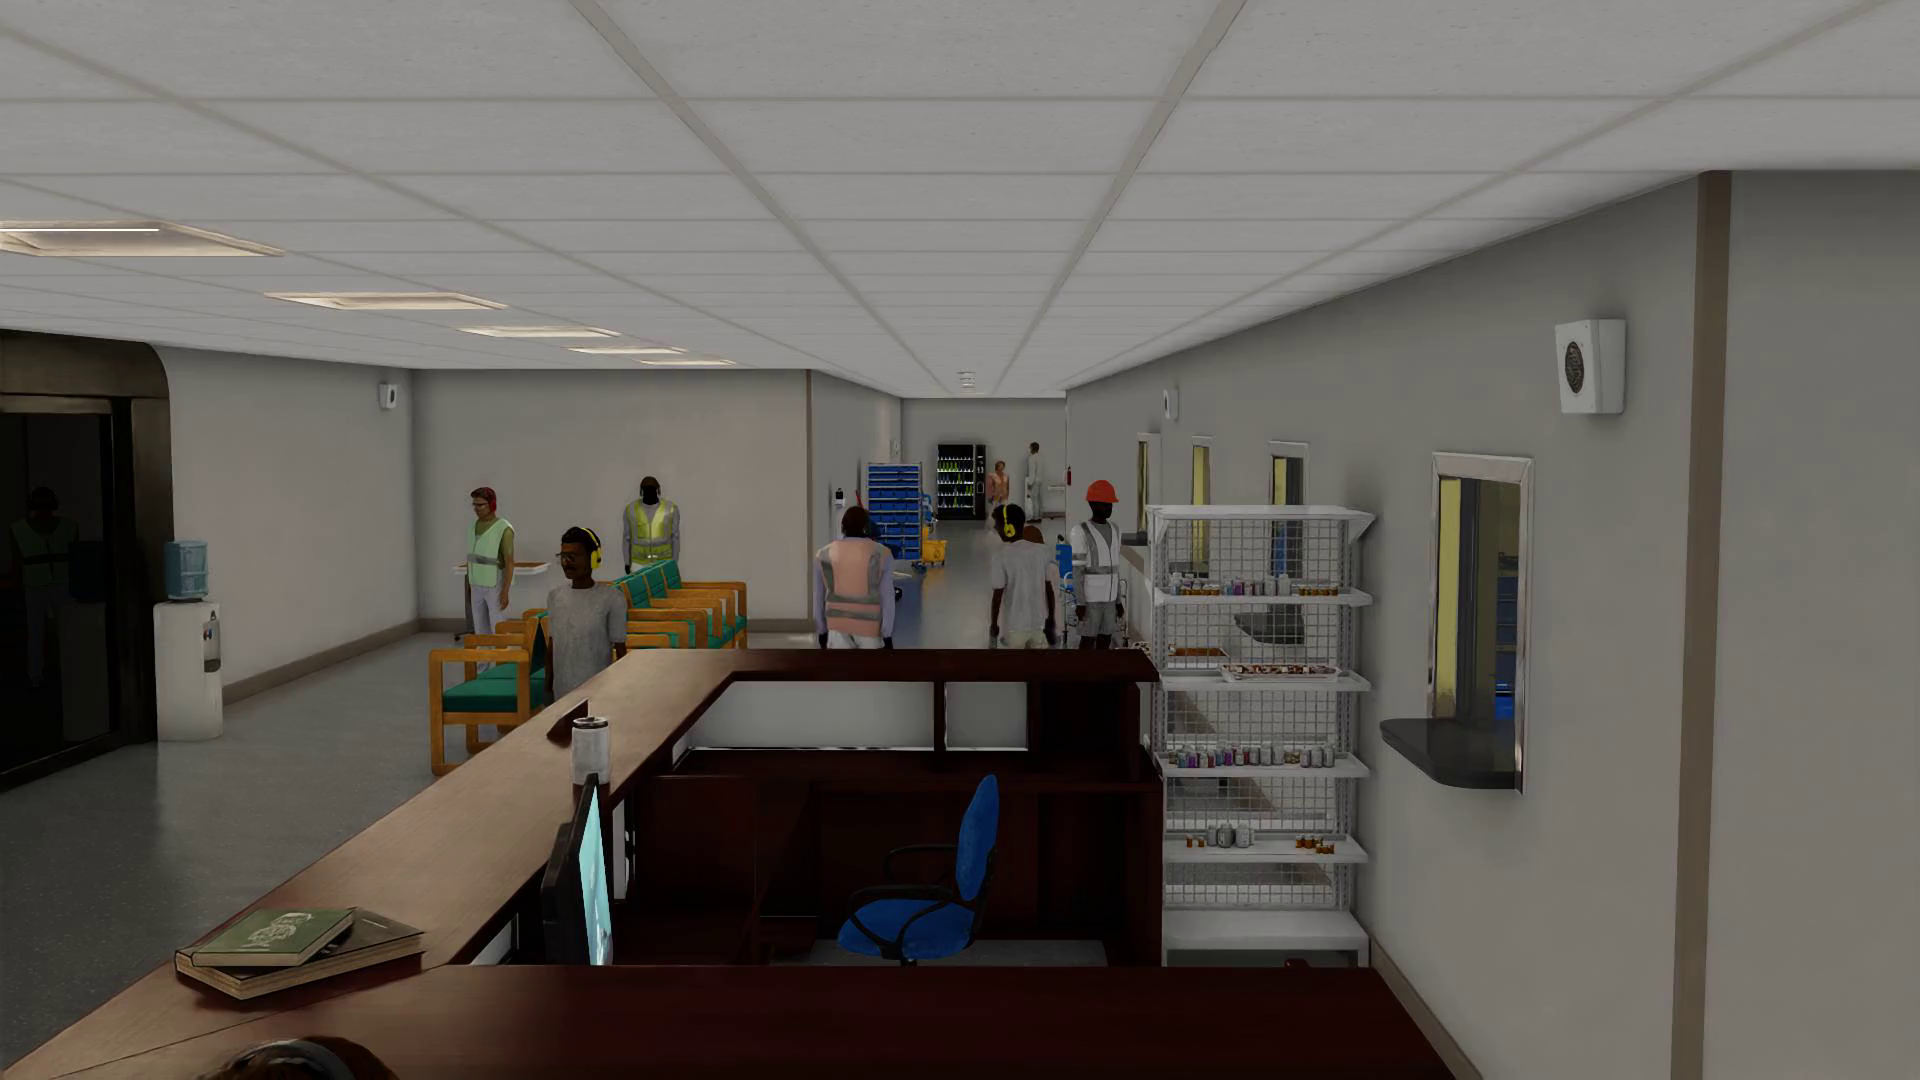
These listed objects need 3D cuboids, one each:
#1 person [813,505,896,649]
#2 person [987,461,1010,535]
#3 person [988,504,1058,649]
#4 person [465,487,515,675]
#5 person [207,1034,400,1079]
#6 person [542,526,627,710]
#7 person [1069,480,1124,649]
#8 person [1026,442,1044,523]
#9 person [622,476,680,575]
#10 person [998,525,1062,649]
[{"bbox_3d":[-0.769,0.646,12.301,0.632,1.826,0.687,1,4,11],"label":"person"},{"bbox_3d":[0.802,-0.881,35.150,0.533,1.591,0.871,-2,4,-25],"label":"person"},{"bbox_3d":[0.461,0.652,12.040,0.608,1.830,0.425,-2,5,-30],"label":"person"},{"bbox_3d":[-4.202,0.443,14.868,0.564,1.839,0.390,3,5,34],"label":"person"},{"bbox_3d":[-0.642,1.393,1.629,0.632,1.825,0.471,2,4,22],"label":"person"},{"bbox_3d":[-1.991,0.861,8.777,0.517,1.873,0.328,1,4,19],"label":"person"},{"bbox_3d":[1.163,0.469,13.818,0.543,1.938,0.356,-4,6,-43],"label":"person"},{"bbox_3d":[1.777,-1.358,39.438,0.368,1.940,0.633,2,4,24],"label":"person"},{"bbox_3d":[-3.344,0.223,18.035,0.621,1.835,0.431,0,4,-7],"label":"person"},{"bbox_3d":[0.532,0.702,12.648,0.498,1.633,0.278,1,4,13],"label":"person"}]
